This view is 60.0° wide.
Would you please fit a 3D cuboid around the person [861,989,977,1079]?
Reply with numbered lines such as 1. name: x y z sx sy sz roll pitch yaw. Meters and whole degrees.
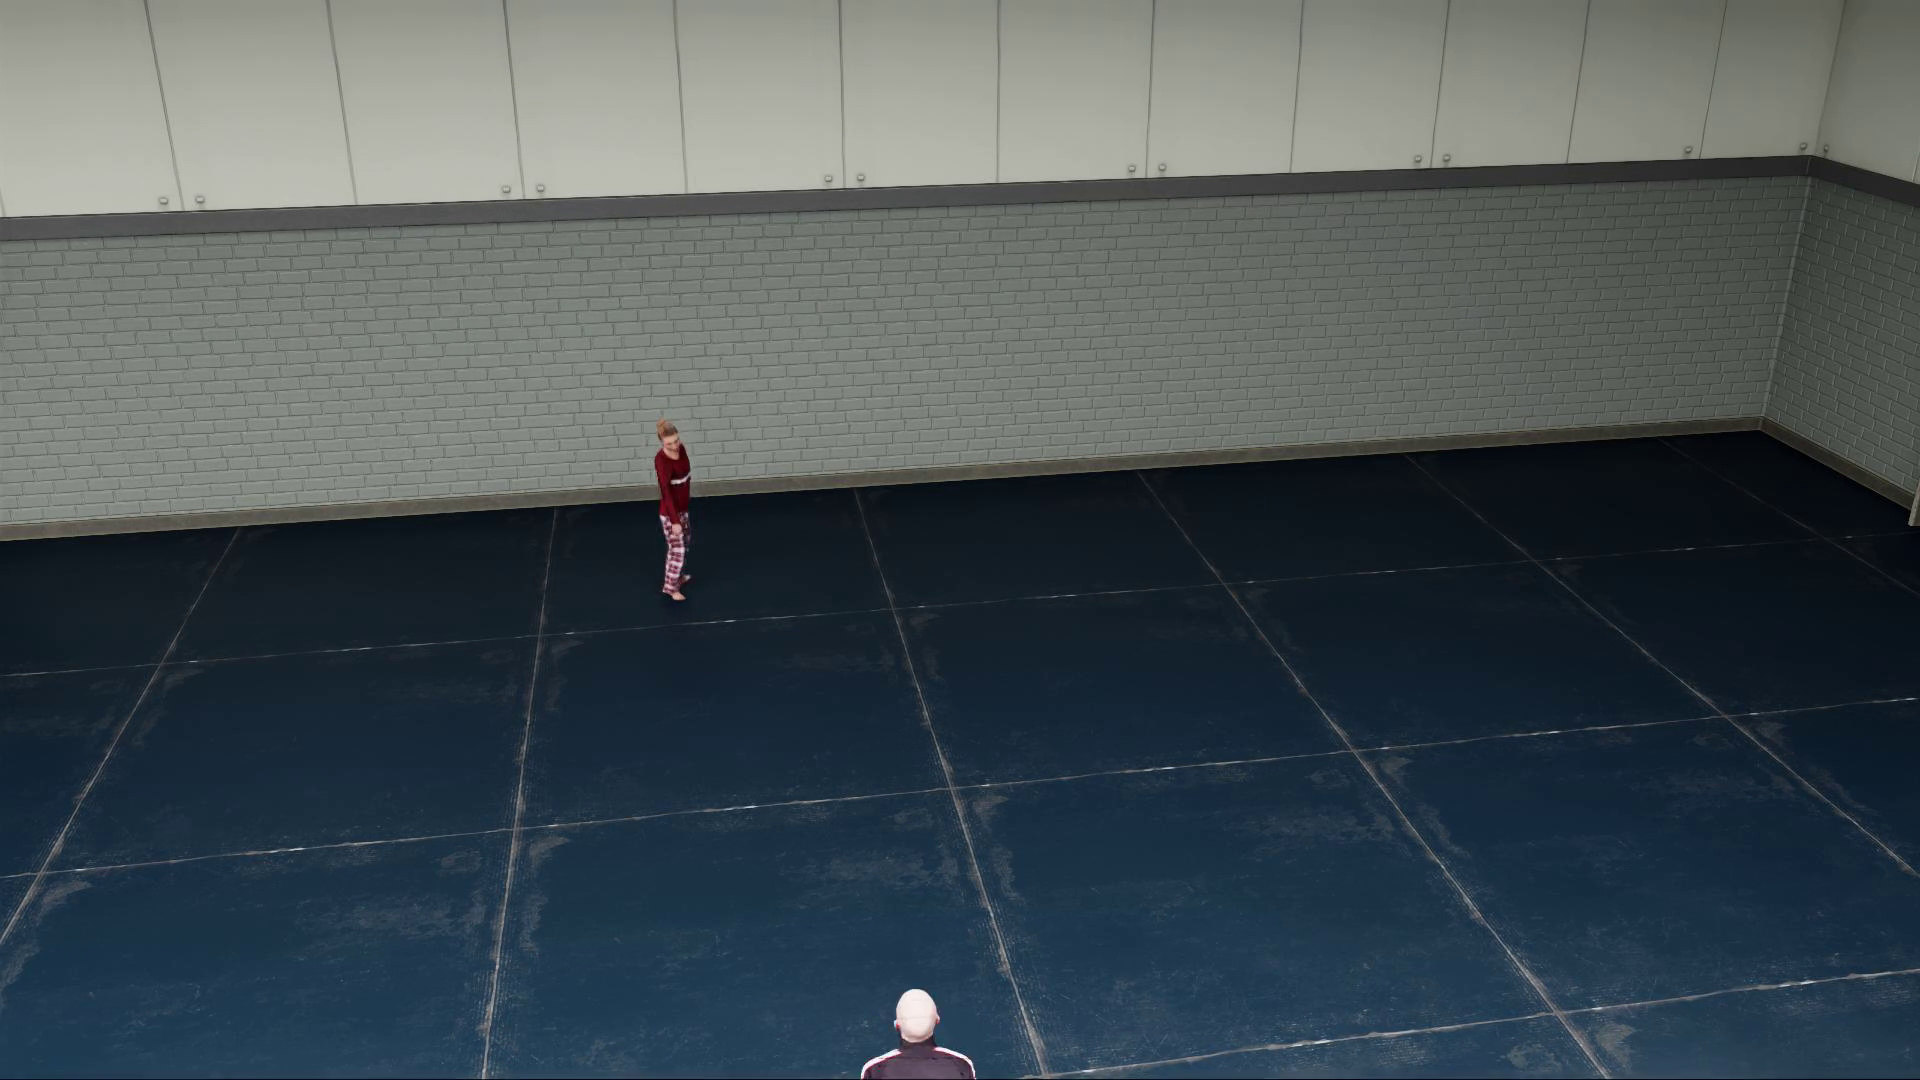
1. person: -0.153 2.762 7.043 0.730 1.819 0.719 -1 23 -3

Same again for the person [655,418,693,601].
1. person: -2.481 -0.287 14.388 0.871 1.684 0.670 0 23 1
